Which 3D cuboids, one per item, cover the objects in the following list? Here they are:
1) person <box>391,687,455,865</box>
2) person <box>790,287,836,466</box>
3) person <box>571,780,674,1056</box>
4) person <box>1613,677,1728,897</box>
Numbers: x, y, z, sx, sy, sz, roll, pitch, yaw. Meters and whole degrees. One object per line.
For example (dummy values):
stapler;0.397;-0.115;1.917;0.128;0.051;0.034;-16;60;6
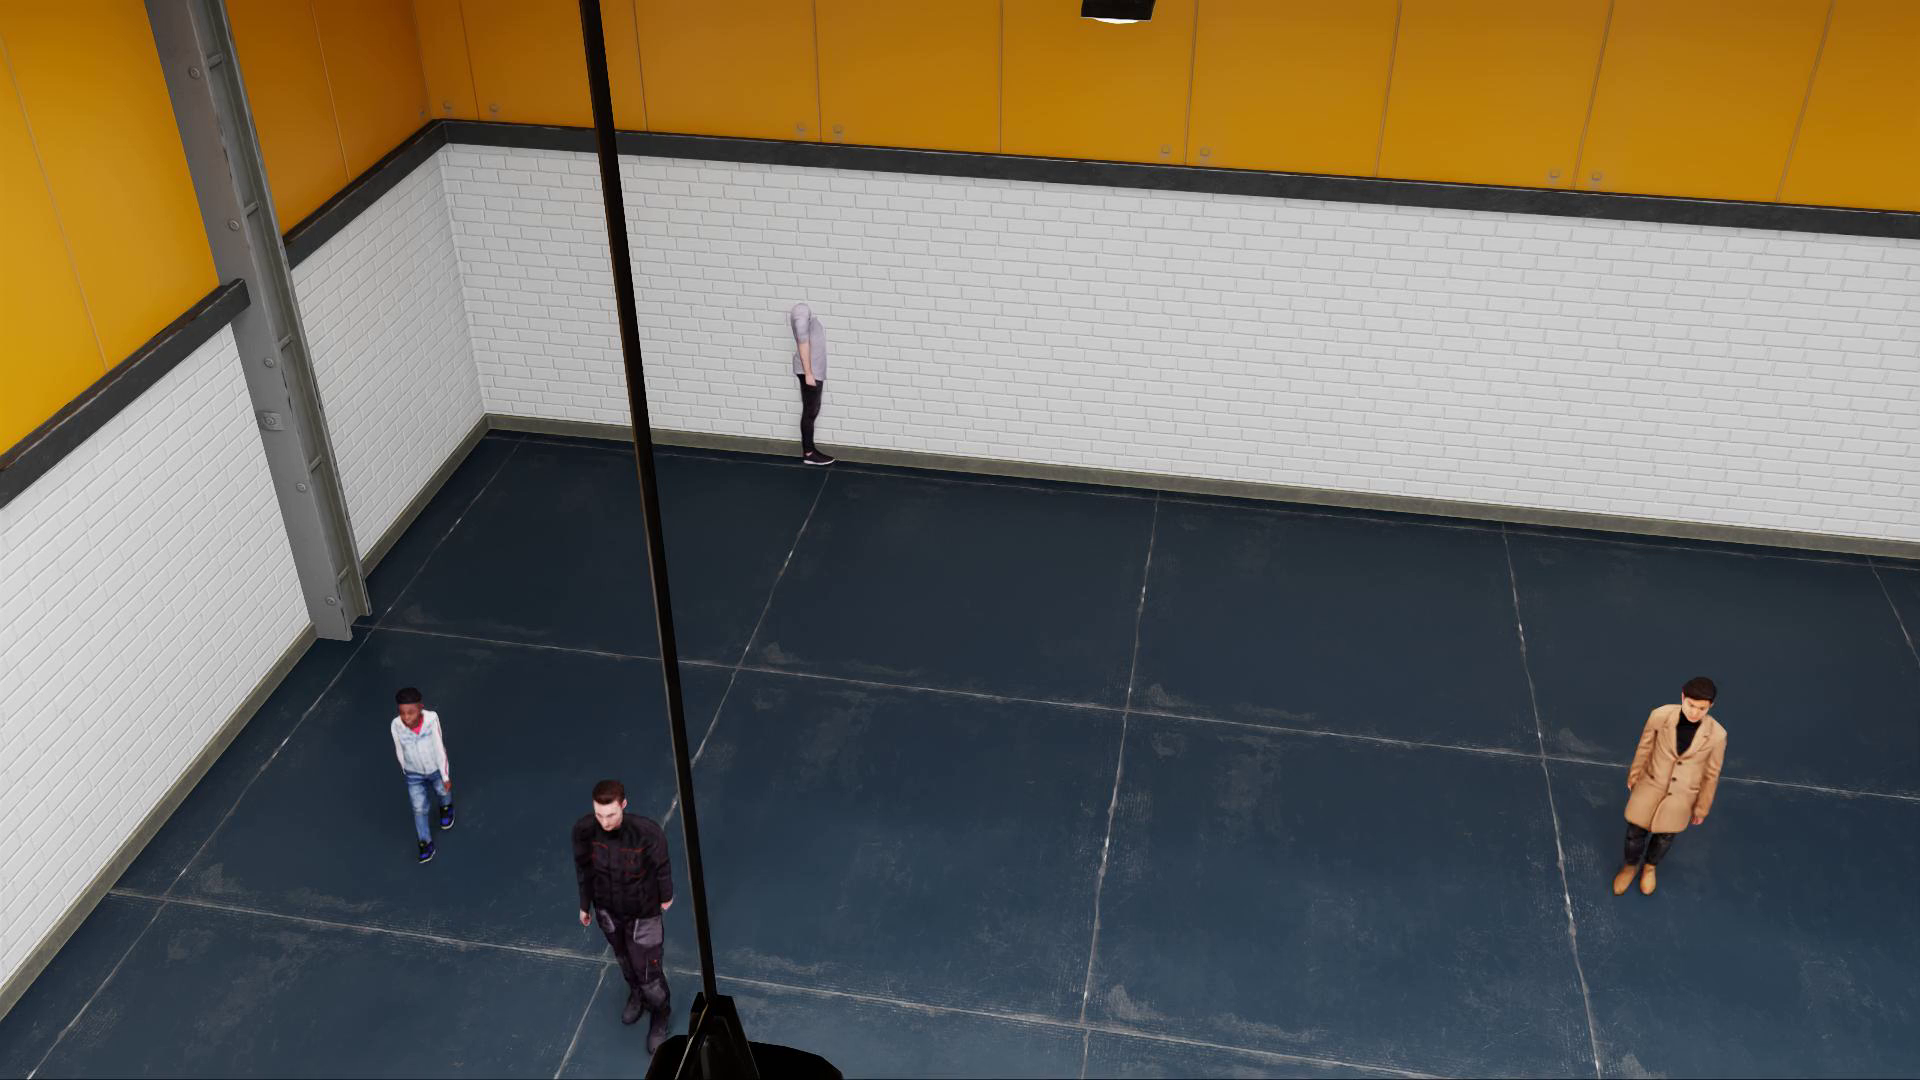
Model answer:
person;-3.522;1.453;11.011;0.689;1.229;0.911;-7;34;-11
person;-1.357;-1.576;15.020;0.756;1.835;0.565;2;34;2
person;-1.886;2.032;9.540;0.686;1.892;0.732;7;34;10
person;4.497;1.500;10.503;0.759;1.712;0.785;16;37;23
